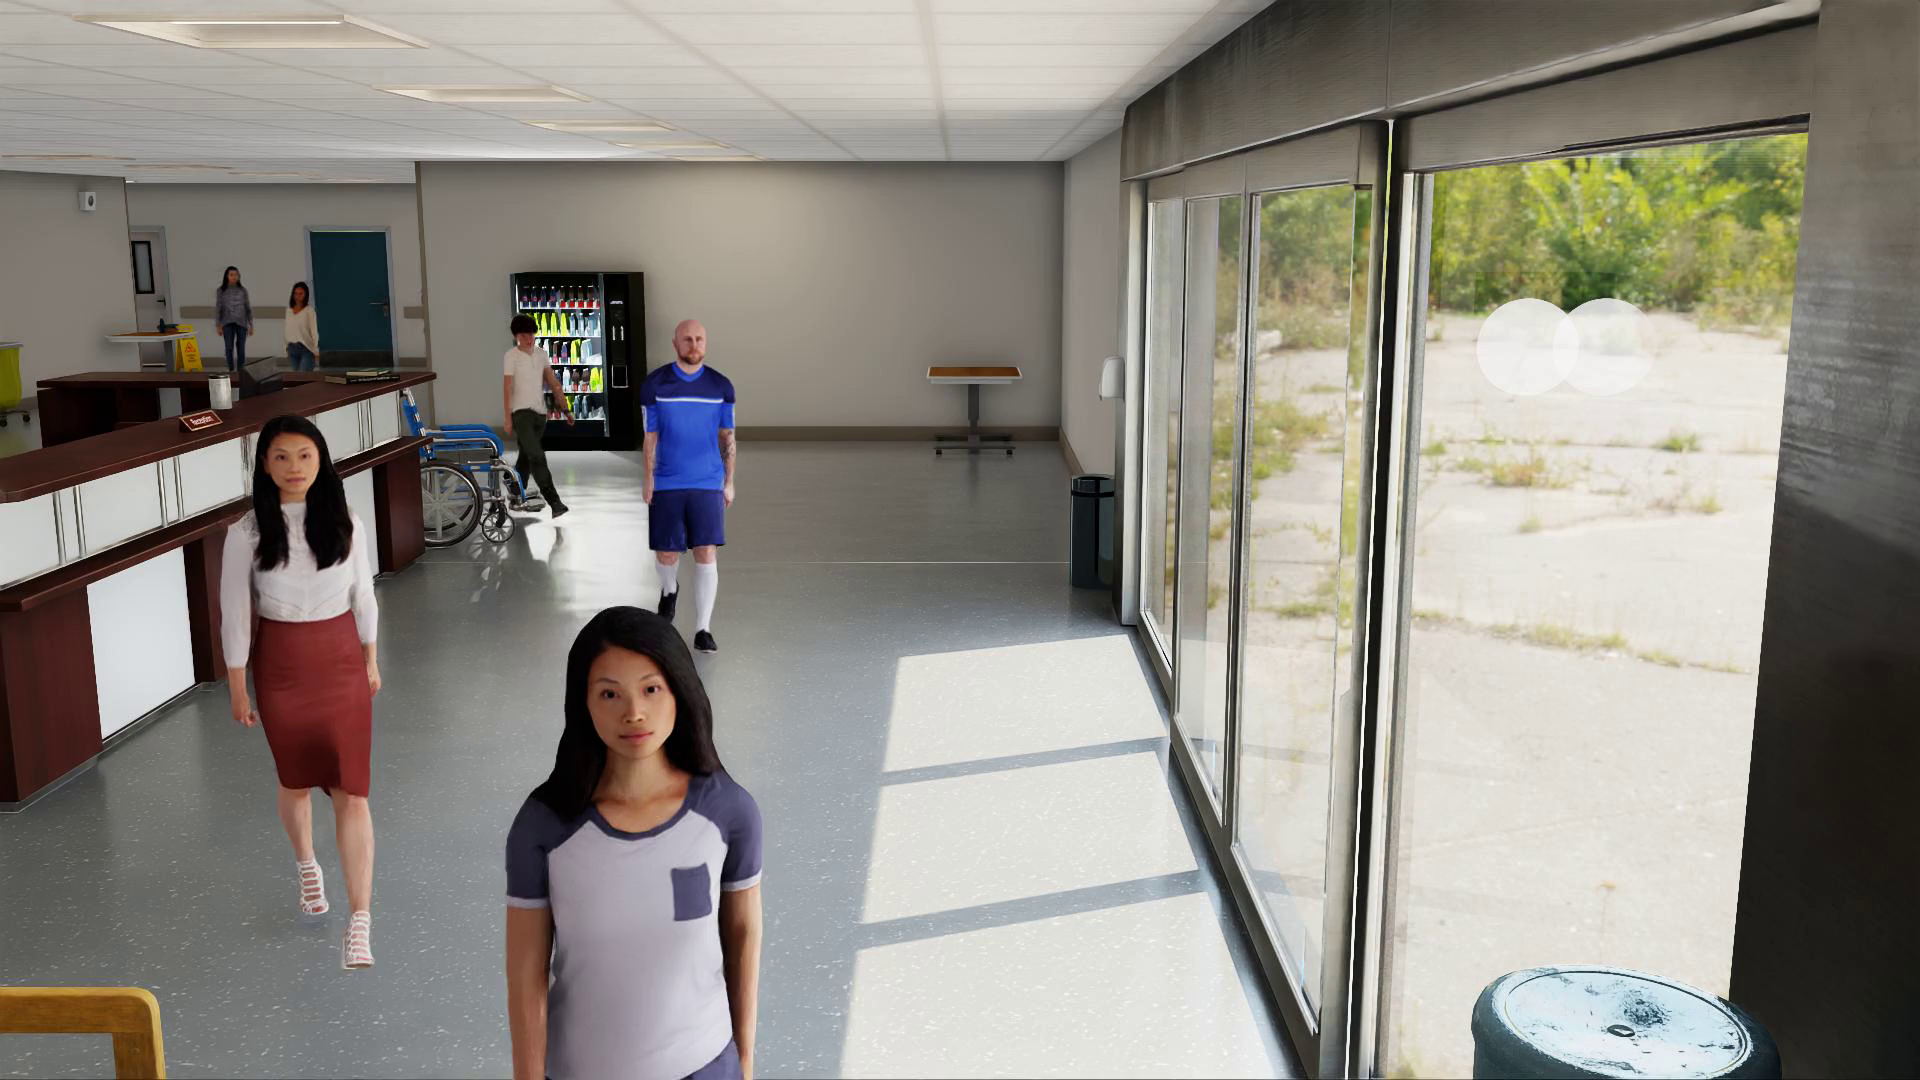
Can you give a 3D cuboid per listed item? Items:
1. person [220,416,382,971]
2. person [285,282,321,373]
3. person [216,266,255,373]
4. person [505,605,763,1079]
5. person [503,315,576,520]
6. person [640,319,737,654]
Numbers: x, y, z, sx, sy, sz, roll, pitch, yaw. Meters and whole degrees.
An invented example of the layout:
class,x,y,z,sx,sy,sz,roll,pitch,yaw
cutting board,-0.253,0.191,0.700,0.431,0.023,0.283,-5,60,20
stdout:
class,x,y,z,sx,sy,sz,roll,pitch,yaw
person,-2.109,0.486,5.358,1.141,1.697,0.998,-5,12,-25
person,-7.669,-2.192,19.601,0.992,1.649,0.923,5,12,26
person,-10.709,-3.161,24.516,0.735,1.722,0.830,-7,13,-32
person,-0.574,0.935,3.007,0.594,1.692,0.710,-2,11,-11
person,-3.481,-0.963,13.245,1.200,1.604,1.059,6,12,30
person,-1.516,-0.304,9.166,0.917,1.830,0.883,-3,11,-16
